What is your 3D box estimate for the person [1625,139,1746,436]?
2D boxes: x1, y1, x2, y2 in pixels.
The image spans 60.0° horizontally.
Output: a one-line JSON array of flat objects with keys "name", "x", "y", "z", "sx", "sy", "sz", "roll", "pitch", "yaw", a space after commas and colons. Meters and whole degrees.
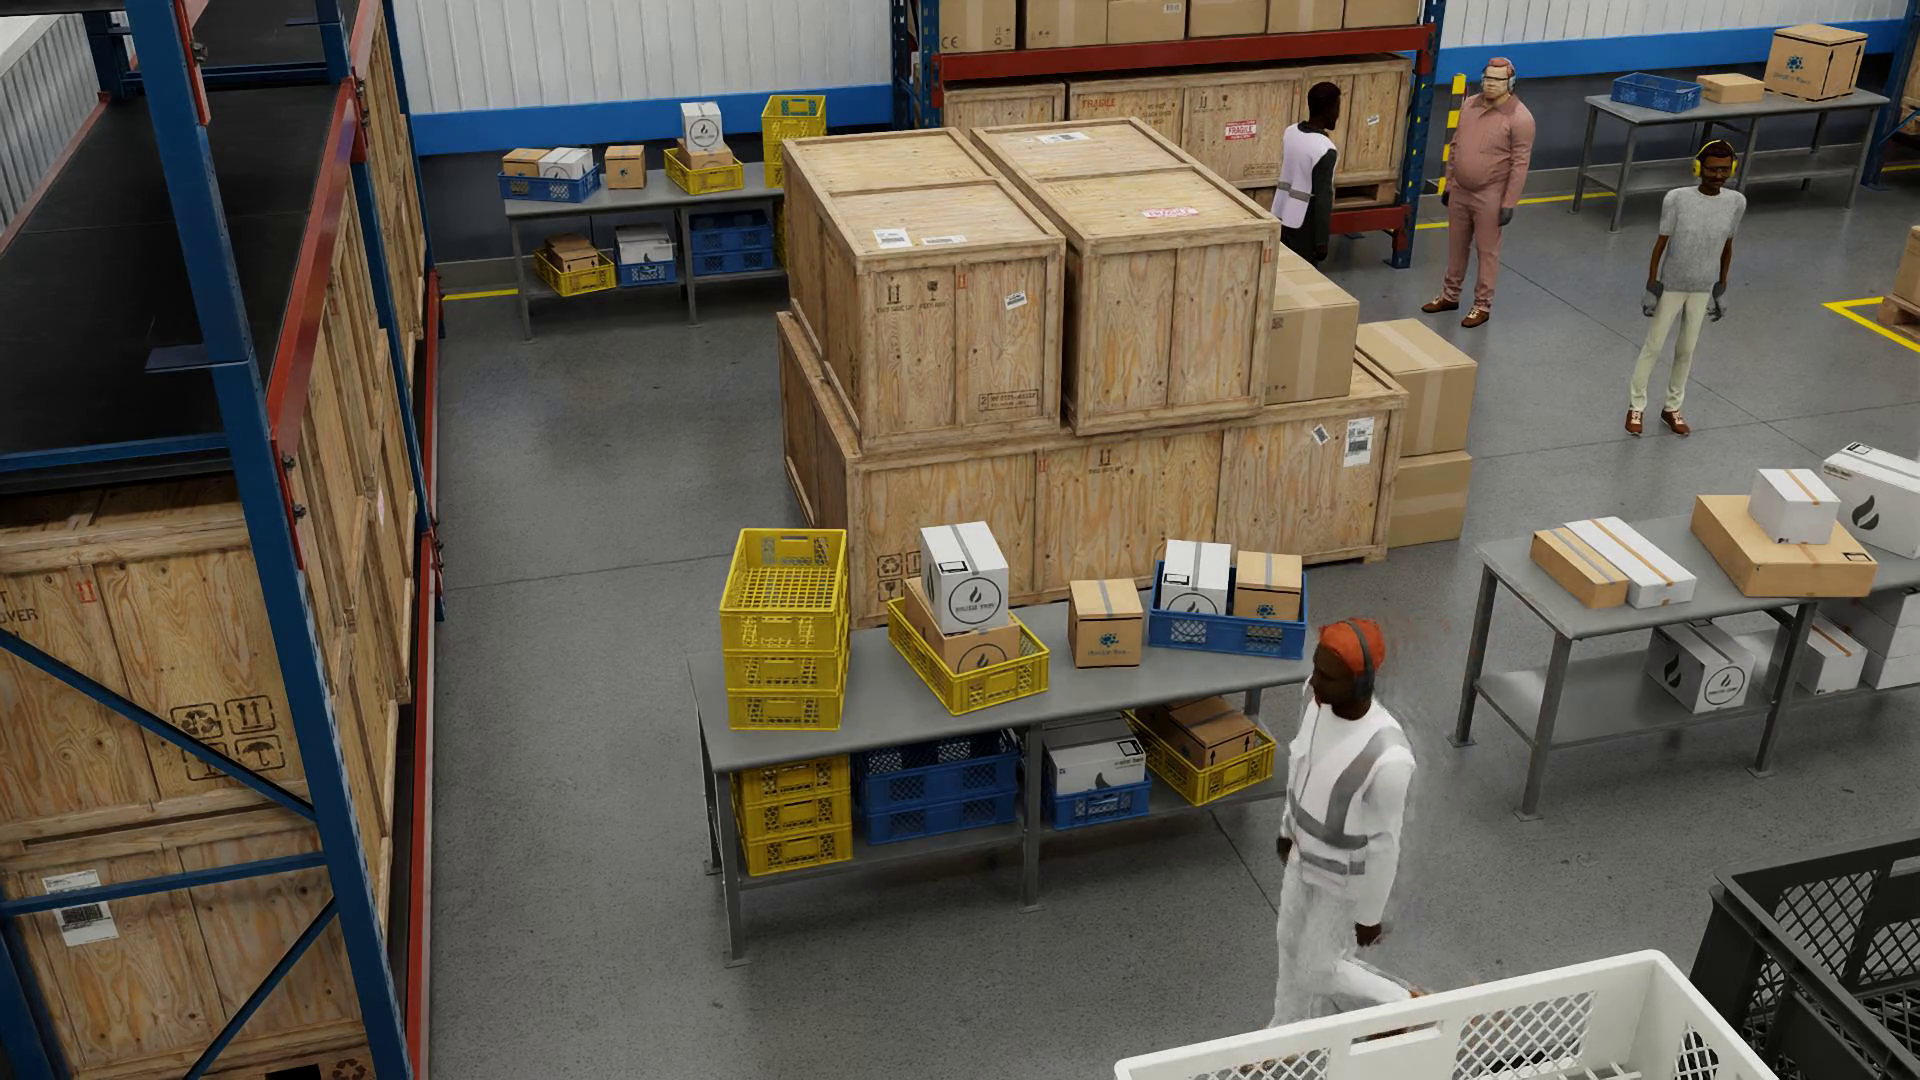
[{"name": "person", "x": 4.470, "y": -1.534, "z": 10.233, "sx": 0.508, "sy": 1.867, "sz": 0.329, "roll": 1, "pitch": 29, "yaw": 2}]

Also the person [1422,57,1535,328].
[{"name": "person", "x": 3.713, "y": -2.491, "z": 11.923, "sx": 0.409, "sy": 1.909, "sz": 0.652, "roll": -18, "pitch": 34, "yaw": -29}]

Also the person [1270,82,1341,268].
[{"name": "person", "x": 2.323, "y": -2.149, "z": 11.306, "sx": 0.384, "sy": 1.911, "sz": 0.592, "roll": -9, "pitch": 30, "yaw": -15}]

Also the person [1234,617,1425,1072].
[{"name": "person", "x": 1.284, "y": 1.057, "z": 5.537, "sx": 0.571, "sy": 1.871, "sz": 0.574, "roll": -7, "pitch": 30, "yaw": -13}]
